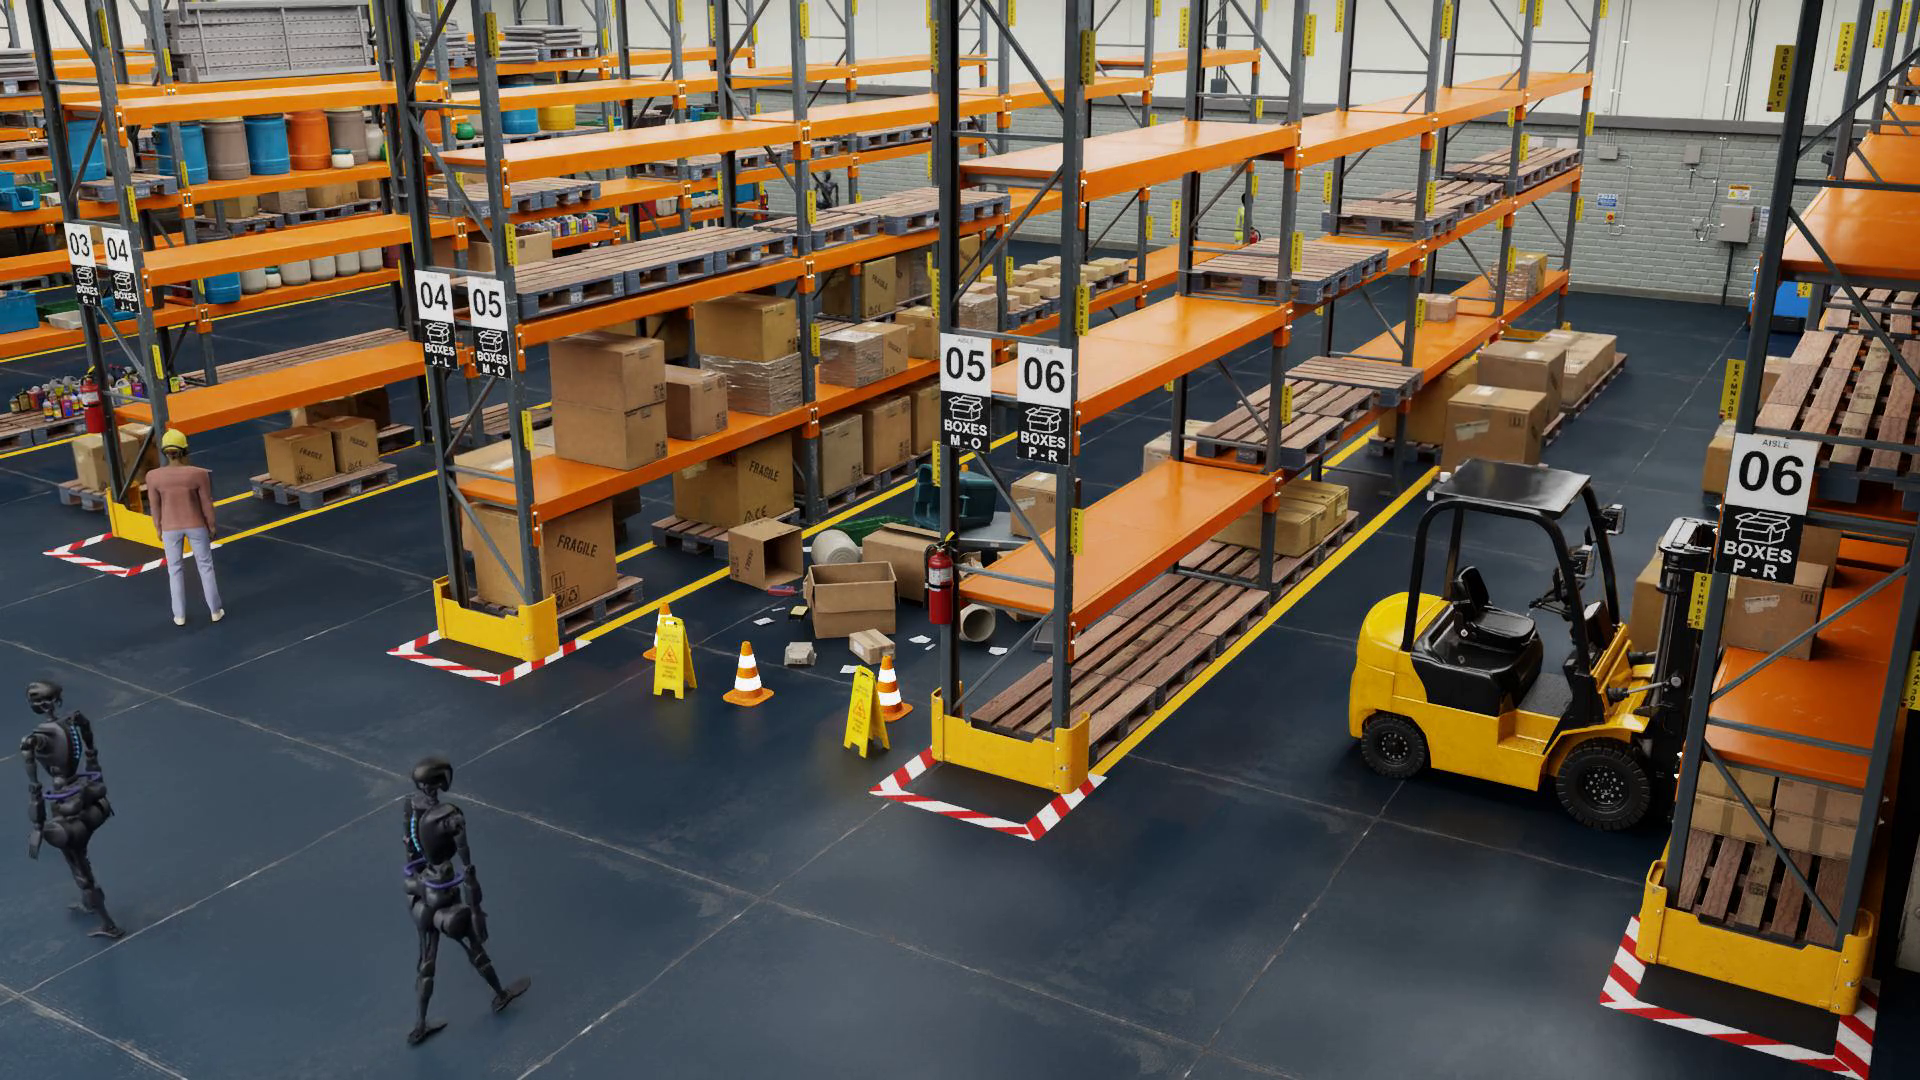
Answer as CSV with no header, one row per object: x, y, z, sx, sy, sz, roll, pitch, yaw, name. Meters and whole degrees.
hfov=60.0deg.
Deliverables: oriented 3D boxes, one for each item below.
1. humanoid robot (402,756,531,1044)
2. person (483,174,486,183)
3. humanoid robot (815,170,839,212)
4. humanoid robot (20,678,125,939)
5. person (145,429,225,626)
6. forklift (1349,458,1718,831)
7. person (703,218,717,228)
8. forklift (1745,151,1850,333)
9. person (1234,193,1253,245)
-2.766,1.891,9.026,0.598,1.637,0.694,14,23,34,humanoid robot
-10.394,-7.743,36.657,0.331,1.801,0.518,13,23,33,person
-2.724,-6.752,34.026,0.609,1.626,0.768,-10,21,-27,humanoid robot
-5.318,1.594,9.870,0.535,1.641,0.616,4,19,11,humanoid robot
-6.833,-0.112,14.672,0.515,1.759,0.343,-7,20,-18,person
3.988,0.658,11.776,2.313,2.155,1.214,11,22,29,forklift
-5.241,-7.060,34.858,0.491,1.688,0.347,-6,20,-17,person
13.620,-4.667,26.137,1.873,2.768,1.129,11,22,29,forklift
5.179,-5.512,30.378,0.319,1.687,0.537,-1,19,-3,person
